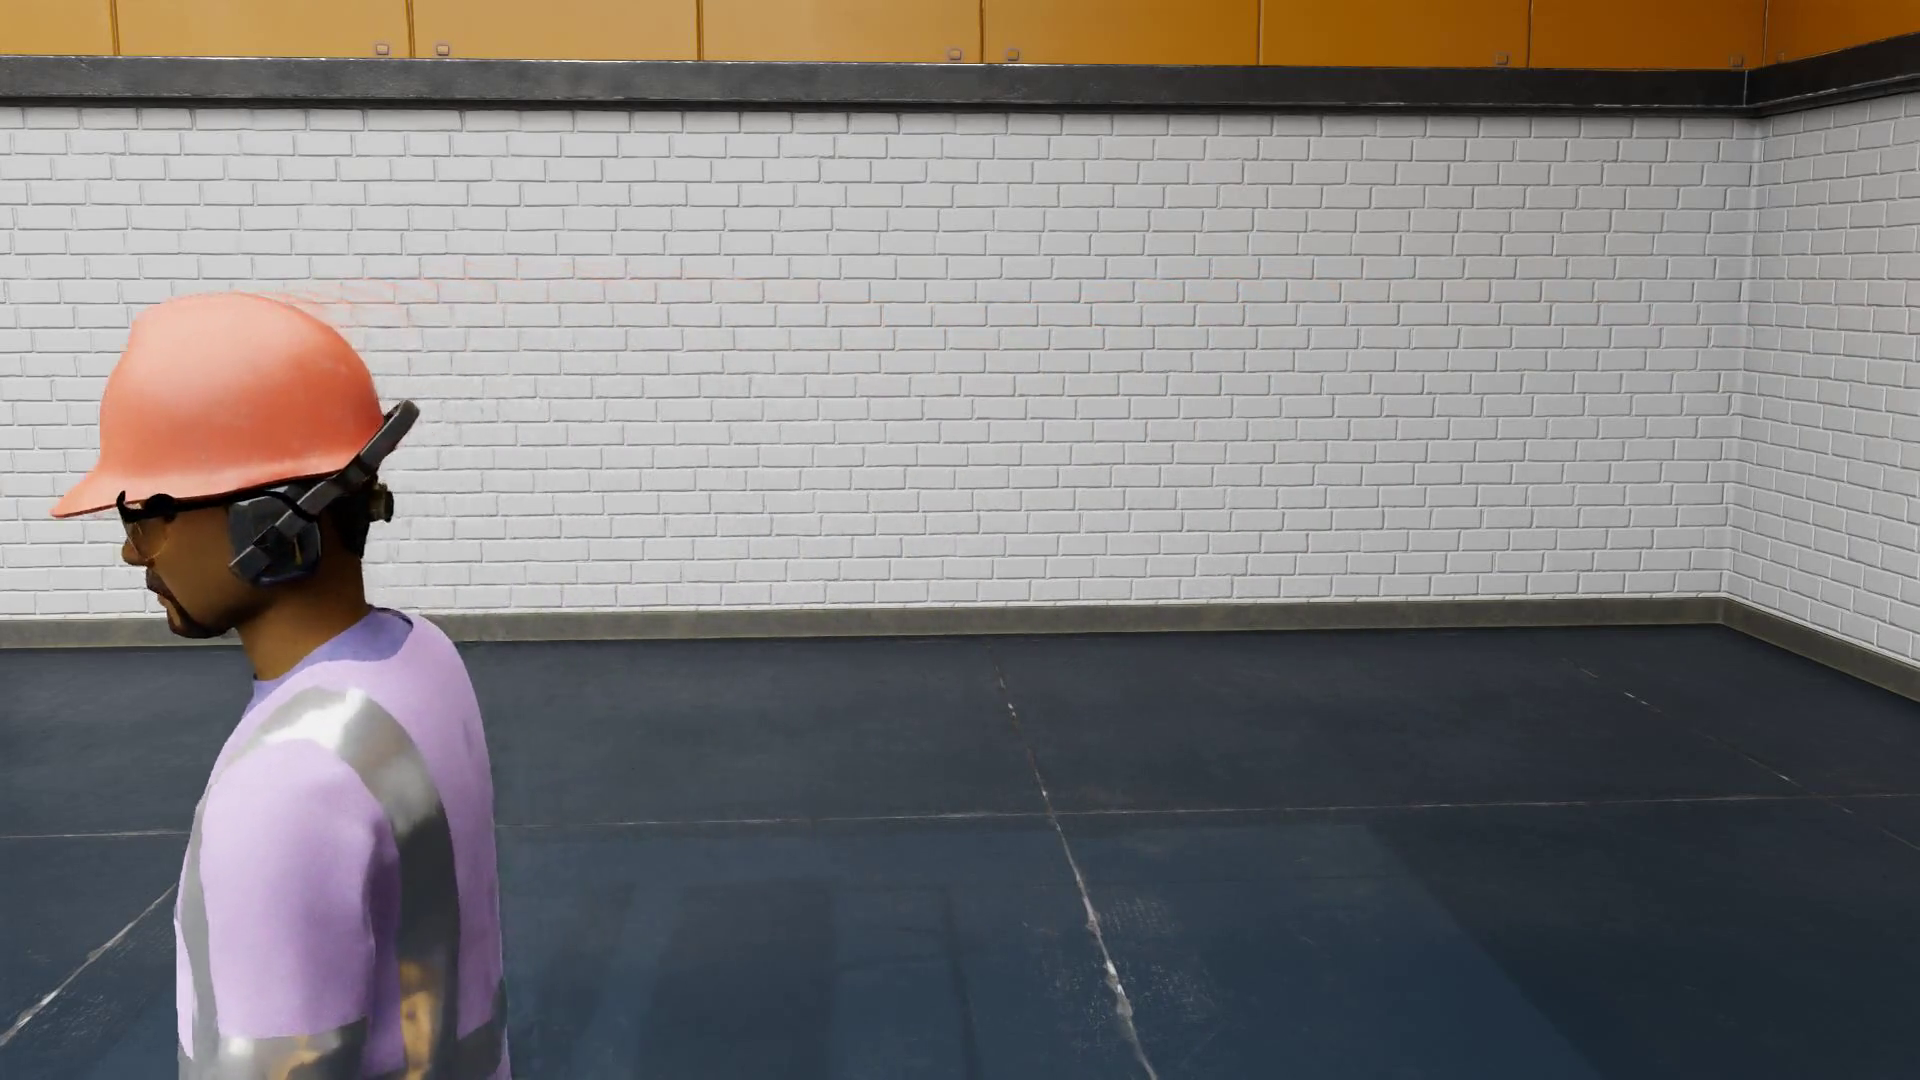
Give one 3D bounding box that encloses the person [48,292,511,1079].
[{"bbox_3d":[-0.689,0.750,1.765,0.866,2.008,0.630,-2,9,-11],"label":"person"}]
